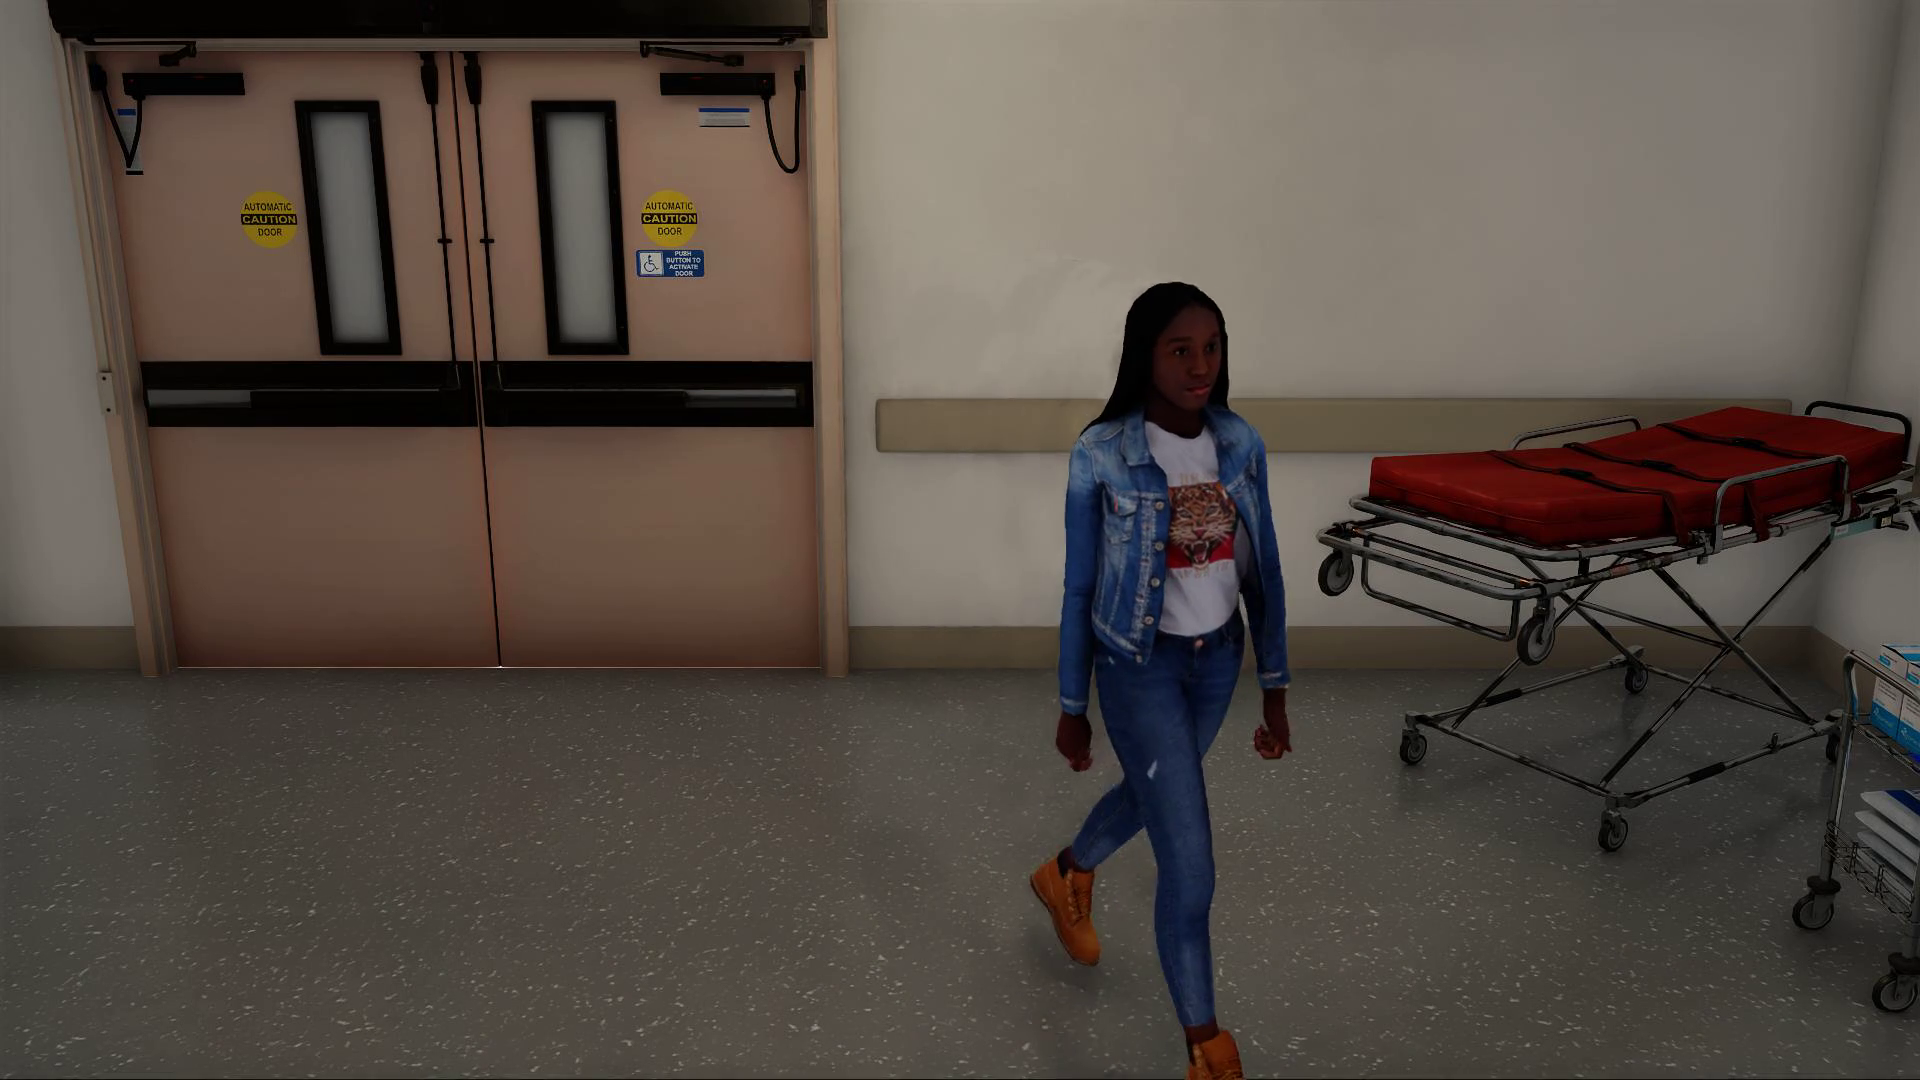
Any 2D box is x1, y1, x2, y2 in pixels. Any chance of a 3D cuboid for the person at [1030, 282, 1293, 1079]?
[{"bbox_3d":[0.379,0.319,3.518,0.994,1.663,1.304,-8,18,-27],"label":"person"}]
